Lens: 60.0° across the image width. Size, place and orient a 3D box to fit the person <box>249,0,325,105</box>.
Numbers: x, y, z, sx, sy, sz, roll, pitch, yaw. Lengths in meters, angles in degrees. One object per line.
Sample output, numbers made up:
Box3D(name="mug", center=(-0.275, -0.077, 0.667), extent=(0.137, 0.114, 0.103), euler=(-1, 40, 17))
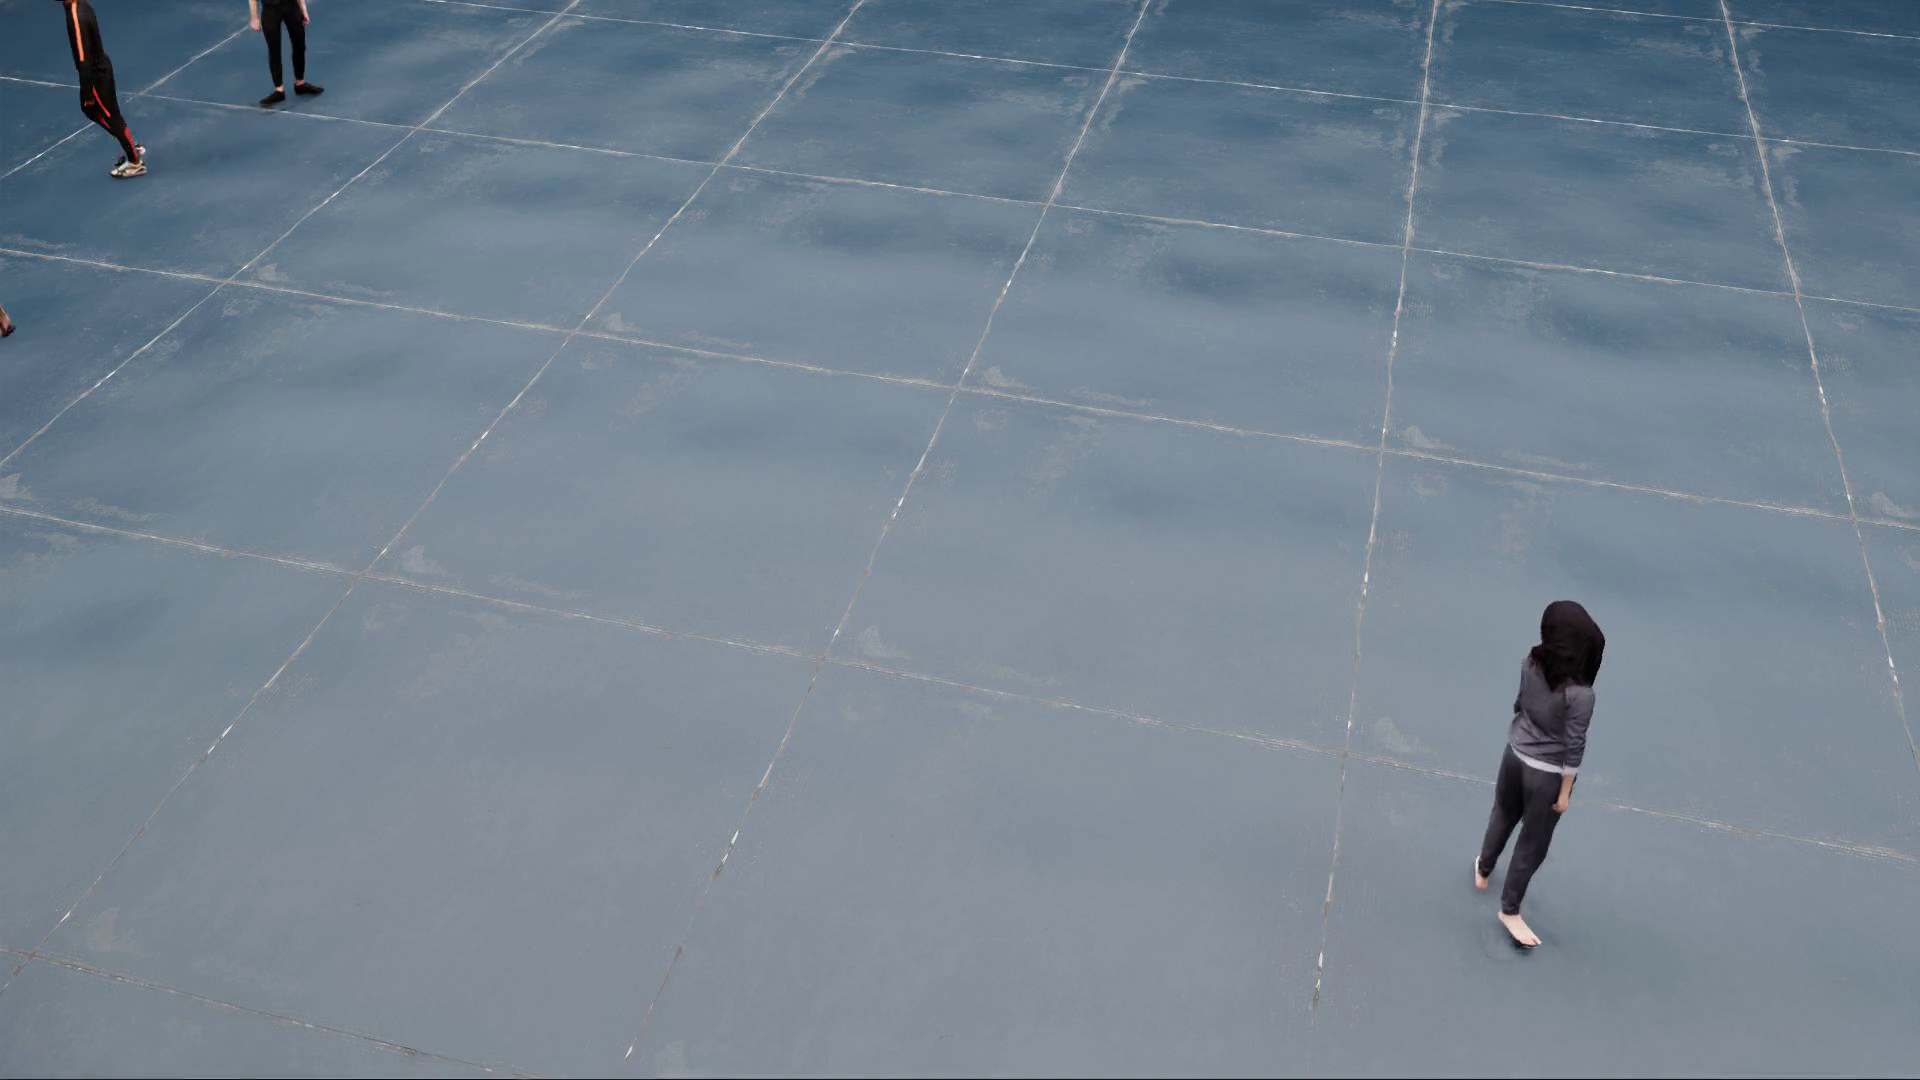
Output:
Box3D(name="person", center=(-6.387, -4.895, 15.452), extent=(0.740, 1.678, 0.928), euler=(-26, 45, -29))

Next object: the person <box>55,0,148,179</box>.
Box3D(name="person", center=(-7.252, -3.963, 14.161), extent=(0.848, 1.800, 0.764), euler=(-13, 40, -16))

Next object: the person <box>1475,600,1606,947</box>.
Box3D(name="person", center=(2.688, 1.105, 7.741), extent=(0.895, 1.728, 0.765), euler=(-7, 39, -8))
